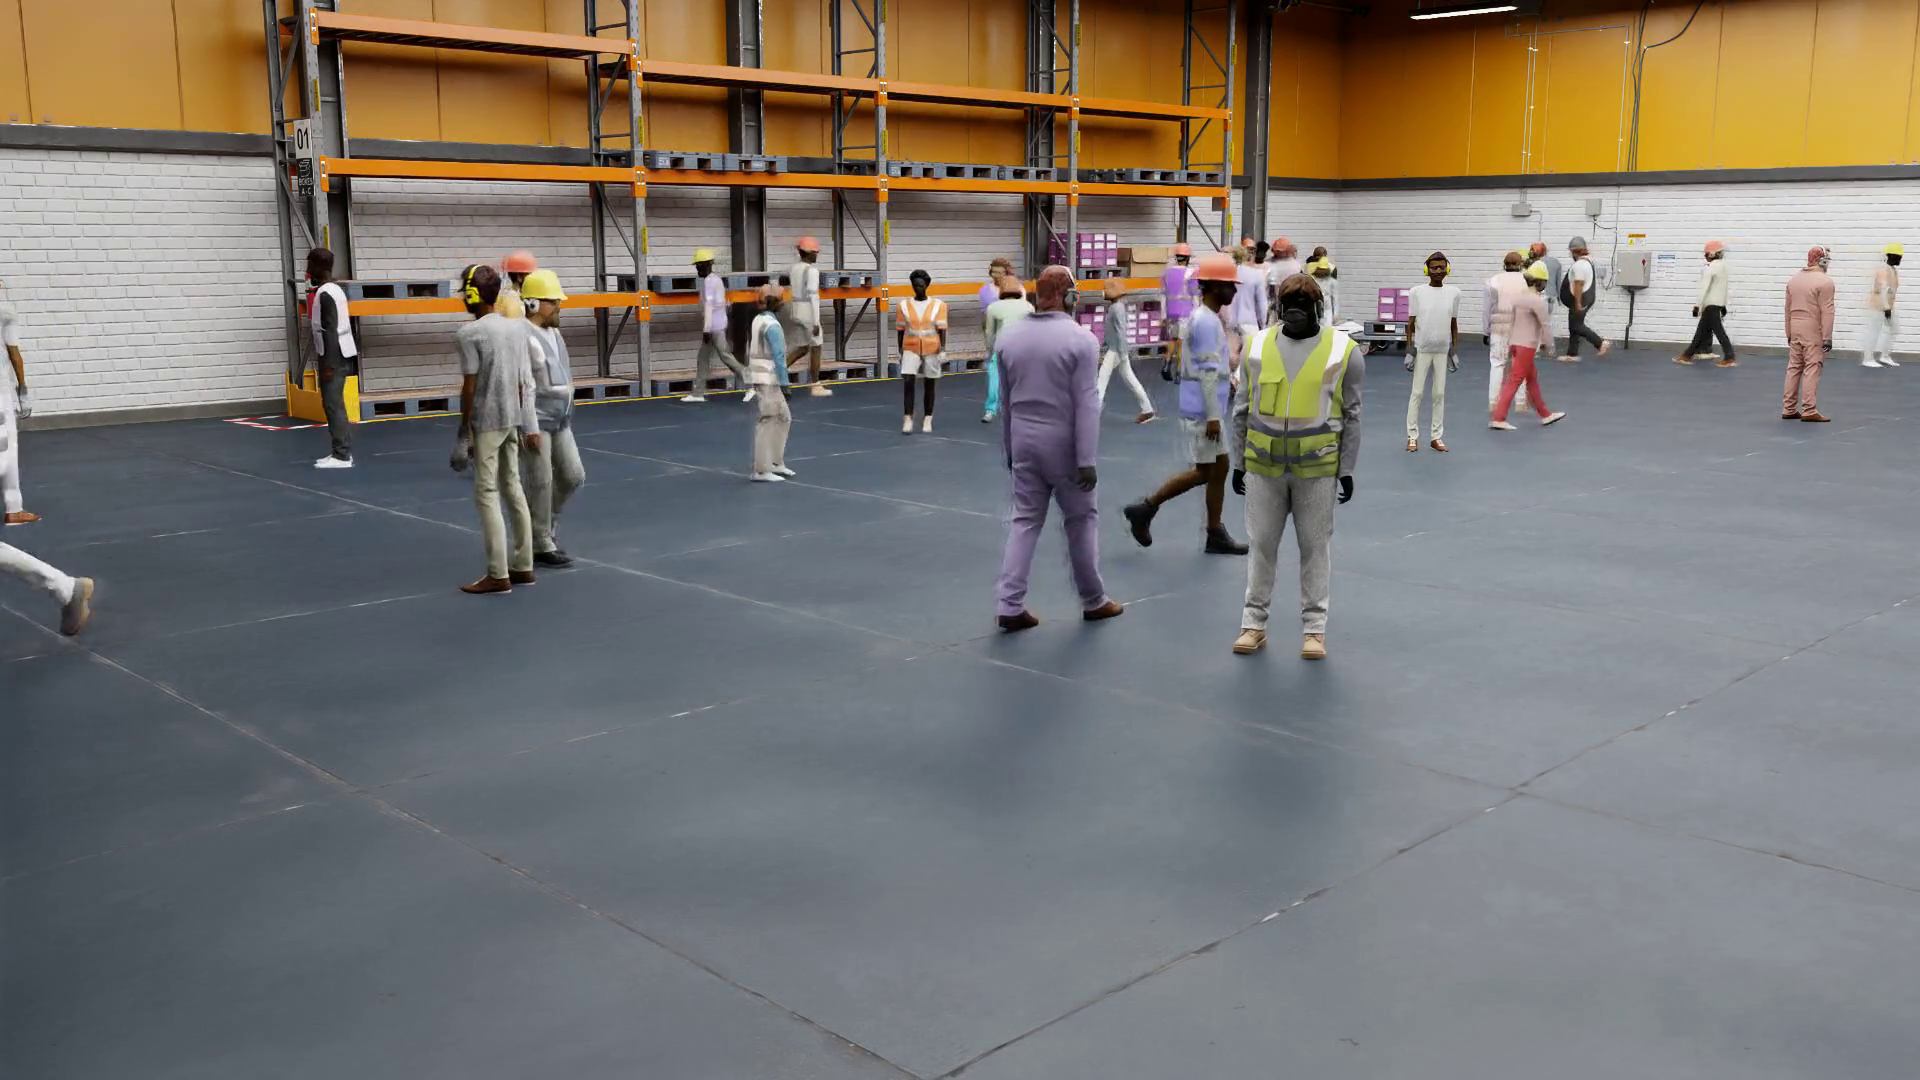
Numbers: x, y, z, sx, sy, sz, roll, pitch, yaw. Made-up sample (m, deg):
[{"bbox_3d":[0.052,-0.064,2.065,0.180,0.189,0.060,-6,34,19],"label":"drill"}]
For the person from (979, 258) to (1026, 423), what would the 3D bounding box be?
[{"bbox_3d":[0.494,-2.199,18.259,0.588,1.788,1.004,4,11,20],"label":"person"}]

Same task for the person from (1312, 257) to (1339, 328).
[{"bbox_3d":[5.312,-3.312,24.556,0.491,1.685,0.949,4,11,22],"label":"person"}]

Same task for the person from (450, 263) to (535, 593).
[{"bbox_3d":[-2.668,-0.625,9.437,0.326,1.867,0.547,4,11,21],"label":"person"}]

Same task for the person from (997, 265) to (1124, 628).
[{"bbox_3d":[0.495,-0.472,8.583,0.667,1.874,0.823,9,14,40],"label":"person"}]

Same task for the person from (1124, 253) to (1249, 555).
[{"bbox_3d":[1.461,-0.839,10.475,0.736,1.914,0.560,2,11,12],"label":"person"}]

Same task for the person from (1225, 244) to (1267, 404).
[{"bbox_3d":[3.277,-2.540,19.748,0.647,1.916,0.652,7,13,34],"label":"person"}]

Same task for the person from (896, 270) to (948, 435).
[{"bbox_3d":[-0.392,-1.888,16.860,0.538,1.670,0.739,0,10,2],"label":"person"}]

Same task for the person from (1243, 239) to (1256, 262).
[{"bbox_3d":[4.739,-3.973,27.420,0.633,1.982,0.681,1,10,5],"label":"person"}]

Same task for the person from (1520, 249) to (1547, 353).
[{"bbox_3d":[9.728,-4.106,28.623,0.608,1.775,0.940,-7,13,-35],"label":"person"}]

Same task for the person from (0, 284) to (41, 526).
[{"bbox_3d":[-6.796,-1.027,11.654,0.507,1.859,0.351,1,10,3],"label":"person"}]

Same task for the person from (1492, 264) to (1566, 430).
[{"bbox_3d":[5.968,-1.994,17.297,0.923,1.715,0.534,-1,10,-8],"label":"person"}]

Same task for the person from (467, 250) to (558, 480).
[{"bbox_3d":[-3.691,-1.425,13.701,0.878,1.909,0.548,-1,10,-4],"label":"person"}]

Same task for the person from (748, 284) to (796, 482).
[{"bbox_3d":[-1.485,-1.279,13.640,0.529,1.620,0.552,-4,11,-19],"label":"person"}]

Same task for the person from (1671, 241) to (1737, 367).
[{"bbox_3d":[11.630,-3.658,25.780,1.052,1.938,0.640,10,14,44],"label":"person"}]

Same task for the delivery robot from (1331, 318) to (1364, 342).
[{"bbox_3d":[6.904,-3.685,29.437,0.707,0.478,0.477,1,10,6],"label":"delivery robot"}]

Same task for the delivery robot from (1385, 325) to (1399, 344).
[{"bbox_3d":[7.624,-3.660,29.300,0.707,0.478,0.477,0,10,0],"label":"delivery robot"}]

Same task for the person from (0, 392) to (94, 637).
[{"bbox_3d":[-4.646,-0.345,7.913,0.736,1.867,0.589,-10,14,-43],"label":"person"}]

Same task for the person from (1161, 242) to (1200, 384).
[{"bbox_3d":[3.019,-3.078,22.649,0.556,1.922,0.409,9,14,41],"label":"person"}]

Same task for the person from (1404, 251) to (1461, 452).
[{"bbox_3d":[4.423,-1.756,15.586,0.510,1.872,0.328,0,10,-1],"label":"person"}]

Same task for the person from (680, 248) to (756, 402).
[{"bbox_3d":[-2.915,-2.606,20.224,0.947,1.875,0.661,0,10,-1],"label":"person"}]

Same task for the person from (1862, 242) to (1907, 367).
[{"bbox_3d":[14.204,-3.579,25.436,0.612,1.906,0.629,-9,14,-42],"label":"person"}]

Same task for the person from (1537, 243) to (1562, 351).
[{"bbox_3d":[10.249,-4.284,29.355,0.654,1.877,0.882,-4,11,-19],"label":"person"}]

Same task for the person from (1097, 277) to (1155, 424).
[{"bbox_3d":[1.685,-2.020,17.798,0.899,1.586,0.491,1,10,5],"label":"person"}]

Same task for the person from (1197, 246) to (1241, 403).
[{"bbox_3d":[3.148,-2.555,19.889,0.679,1.885,0.429,4,11,21],"label":"person"}]

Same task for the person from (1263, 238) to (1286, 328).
[{"bbox_3d":[5.516,-4.267,29.008,0.609,1.986,0.903,4,11,22],"label":"person"}]

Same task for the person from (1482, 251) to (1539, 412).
[{"bbox_3d":[6.318,-2.384,19.103,0.622,1.838,0.429,5,11,24],"label":"person"}]

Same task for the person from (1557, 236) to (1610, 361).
[{"bbox_3d":[9.976,-3.851,26.544,0.780,2.000,0.687,6,12,30],"label":"person"}]

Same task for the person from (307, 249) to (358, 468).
[{"bbox_3d":[-5.511,-1.584,14.609,0.405,1.902,0.631,-3,11,-15],"label":"person"}]

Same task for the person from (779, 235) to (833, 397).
[{"bbox_3d":[-1.978,-2.778,20.751,0.715,2.027,0.615,-8,13,-37],"label":"person"}]

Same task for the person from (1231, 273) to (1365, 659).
[{"bbox_3d":[1.597,-0.348,7.987,0.619,1.845,0.430,4,11,21],"label":"person"}]

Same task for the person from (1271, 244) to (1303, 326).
[{"bbox_3d":[5.510,-4.070,28.204,0.651,1.879,0.802,10,14,44],"label":"person"}]

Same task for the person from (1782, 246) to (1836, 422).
[{"bbox_3d":[9.292,-2.241,18.138,0.404,1.904,0.652,-2,11,-12],"label":"person"}]

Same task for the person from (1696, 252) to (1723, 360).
[{"bbox_3d":[12.289,-3.872,27.192,0.506,1.846,0.345,-8,13,-37],"label":"person"}]

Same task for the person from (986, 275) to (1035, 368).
[{"bbox_3d":[0.520,-1.919,17.171,0.516,1.602,0.660,0,10,-2],"label":"person"}]

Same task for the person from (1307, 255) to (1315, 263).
[{"bbox_3d":[6.291,-4.302,30.028,0.368,1.667,0.557,-6,12,-32],"label":"person"}]

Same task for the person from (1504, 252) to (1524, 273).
[{"bbox_3d":[9.019,-3.806,27.077,0.525,1.745,0.625,-2,11,-12],"label":"person"}]

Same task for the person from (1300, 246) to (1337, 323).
[{"bbox_3d":[5.868,-3.868,27.198,0.619,1.838,0.430,4,11,20],"label":"person"}]

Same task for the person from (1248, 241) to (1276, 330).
[{"bbox_3d":[4.835,-3.901,27.142,0.615,1.918,0.896,2,11,12],"label":"person"}]

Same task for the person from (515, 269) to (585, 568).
[{"bbox_3d":[-2.536,-0.724,10.092,0.407,1.815,0.608,3,11,16],"label":"person"}]

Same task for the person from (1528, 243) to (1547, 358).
[{"bbox_3d":[9.508,-3.959,27.562,0.356,1.884,0.574,6,12,31],"label":"person"}]
